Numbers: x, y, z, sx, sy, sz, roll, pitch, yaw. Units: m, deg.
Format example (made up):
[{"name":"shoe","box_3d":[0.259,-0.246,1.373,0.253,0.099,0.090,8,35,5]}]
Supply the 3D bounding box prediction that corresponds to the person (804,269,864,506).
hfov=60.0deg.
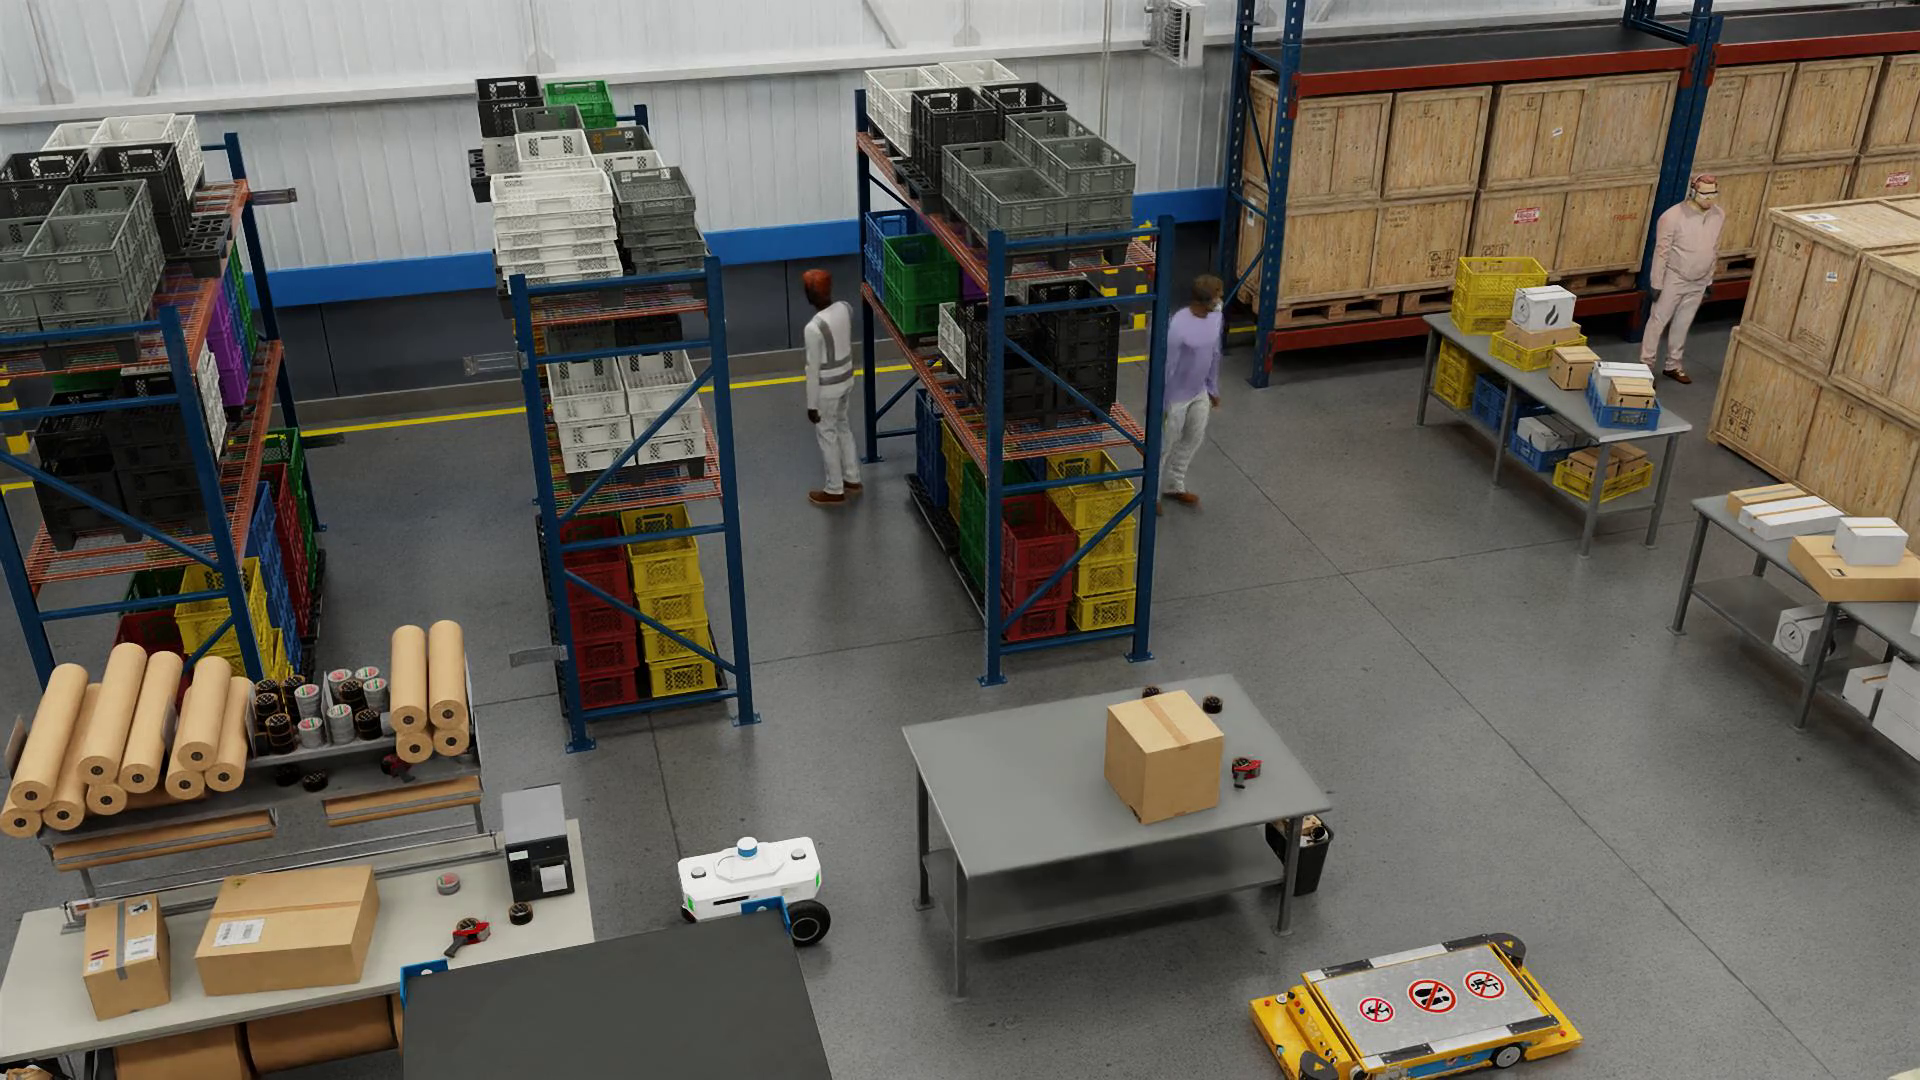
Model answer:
[{"name":"person","box_3d":[-0.982,-1.146,12.568,0.355,1.876,0.589,15,32,25]}]

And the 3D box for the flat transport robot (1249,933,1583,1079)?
[{"name":"flat transport robot","box_3d":[2.184,2.282,7.980,1.431,0.197,0.652,-8,30,-14]}]

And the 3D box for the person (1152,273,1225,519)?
[{"name":"person","box_3d":[1.659,-1.079,12.416,0.461,1.905,0.681,24,37,37]}]

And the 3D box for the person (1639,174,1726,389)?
[{"name":"person","box_3d":[6.345,-2.269,14.577,0.641,1.908,0.407,-8,30,-14]}]

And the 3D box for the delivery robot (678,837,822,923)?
[{"name":"delivery robot","box_3d":[-1.084,1.750,8.563,0.707,0.478,0.477,-8,30,-14]}]

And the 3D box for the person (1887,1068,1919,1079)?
[{"name":"person","box_3d":[3.454,2.448,6.064,0.591,1.837,0.403,-8,30,-14]}]
